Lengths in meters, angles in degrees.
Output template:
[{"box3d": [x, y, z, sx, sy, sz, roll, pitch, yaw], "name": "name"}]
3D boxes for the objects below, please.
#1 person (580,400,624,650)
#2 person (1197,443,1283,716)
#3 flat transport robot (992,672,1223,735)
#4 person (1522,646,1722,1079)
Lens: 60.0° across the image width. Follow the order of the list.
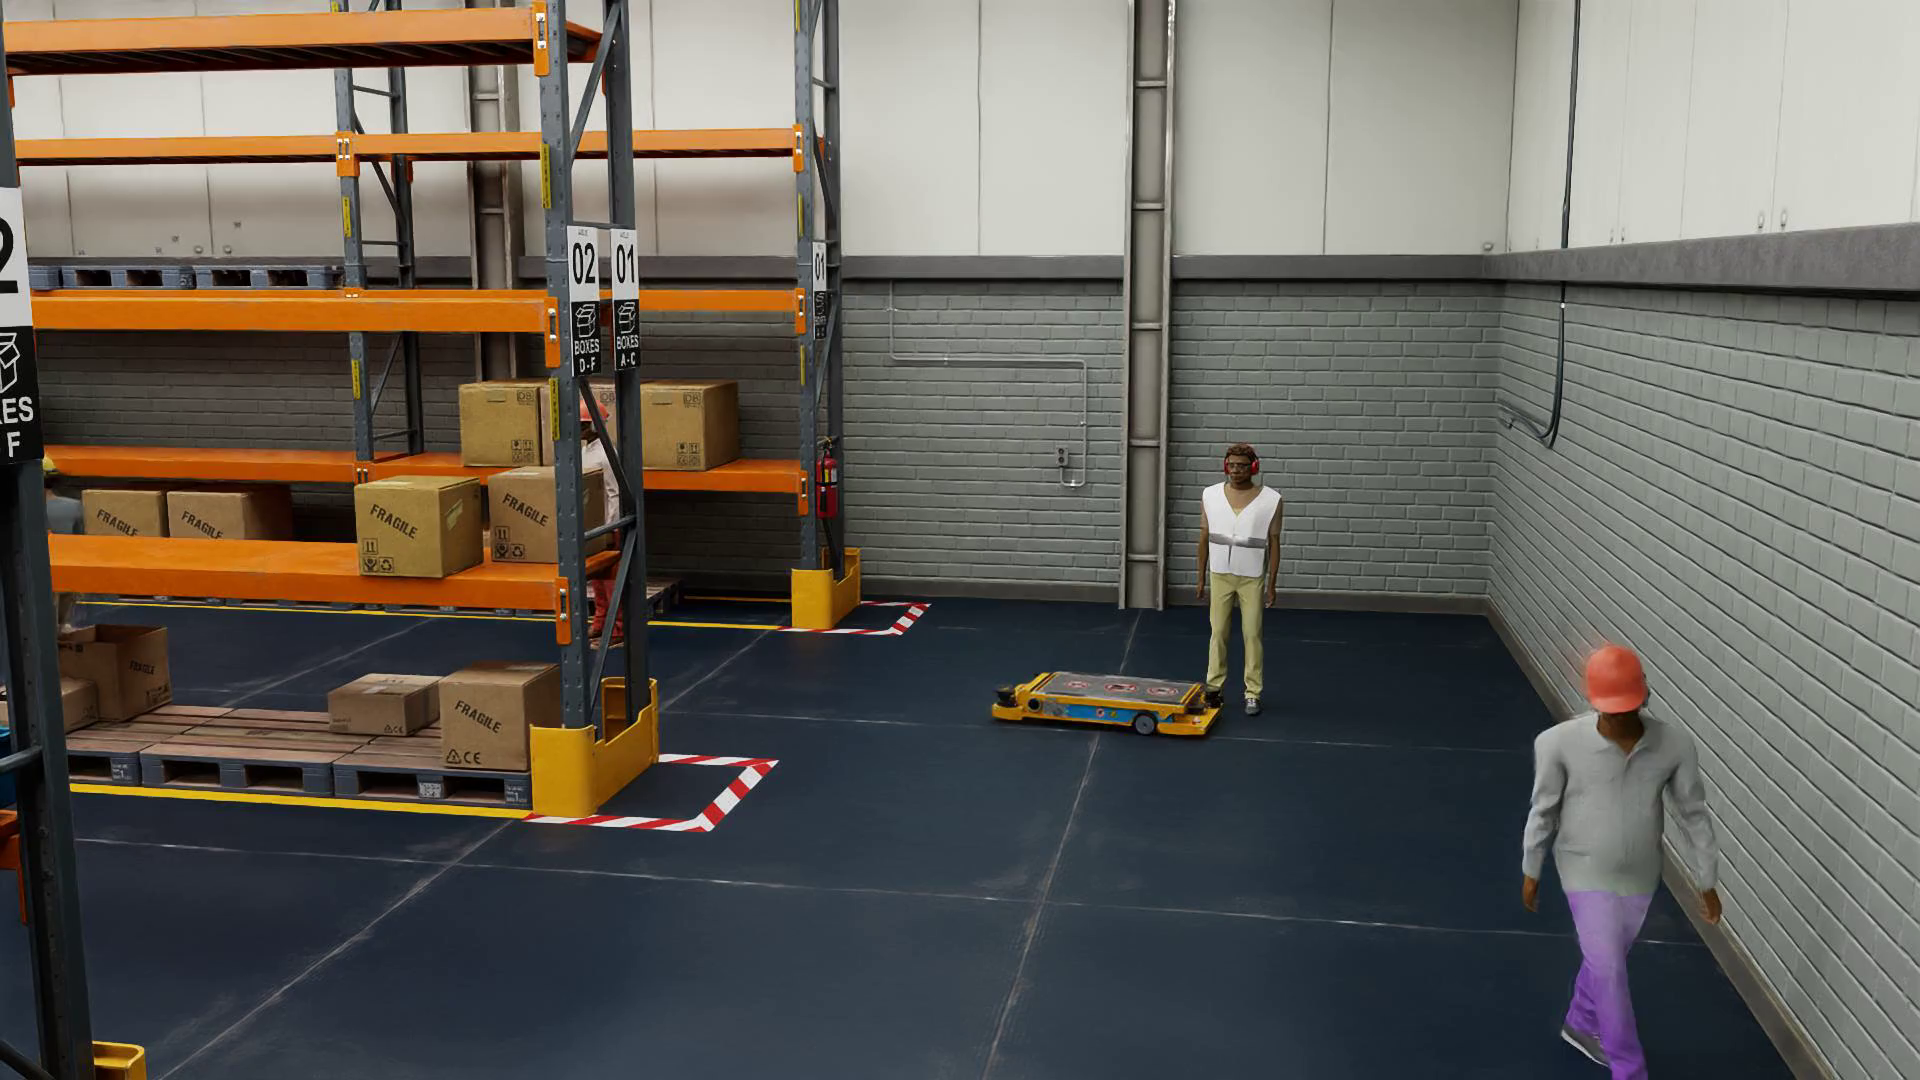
[{"box3d": [-2.877, -0.125, 13.203, 0.395, 1.993, 0.614, -6, 11, -32], "name": "person"}, {"box3d": [1.890, 0.260, 11.273, 0.567, 1.846, 0.389, 4, 10, 21], "name": "person"}, {"box3d": [0.990, 1.073, 11.100, 1.431, 0.197, 0.652, 3, 10, 19], "name": "flat transport robot"}, {"box3d": [2.373, 1.193, 5.969, 0.640, 1.686, 0.862, 0, 9, 0], "name": "person"}]
